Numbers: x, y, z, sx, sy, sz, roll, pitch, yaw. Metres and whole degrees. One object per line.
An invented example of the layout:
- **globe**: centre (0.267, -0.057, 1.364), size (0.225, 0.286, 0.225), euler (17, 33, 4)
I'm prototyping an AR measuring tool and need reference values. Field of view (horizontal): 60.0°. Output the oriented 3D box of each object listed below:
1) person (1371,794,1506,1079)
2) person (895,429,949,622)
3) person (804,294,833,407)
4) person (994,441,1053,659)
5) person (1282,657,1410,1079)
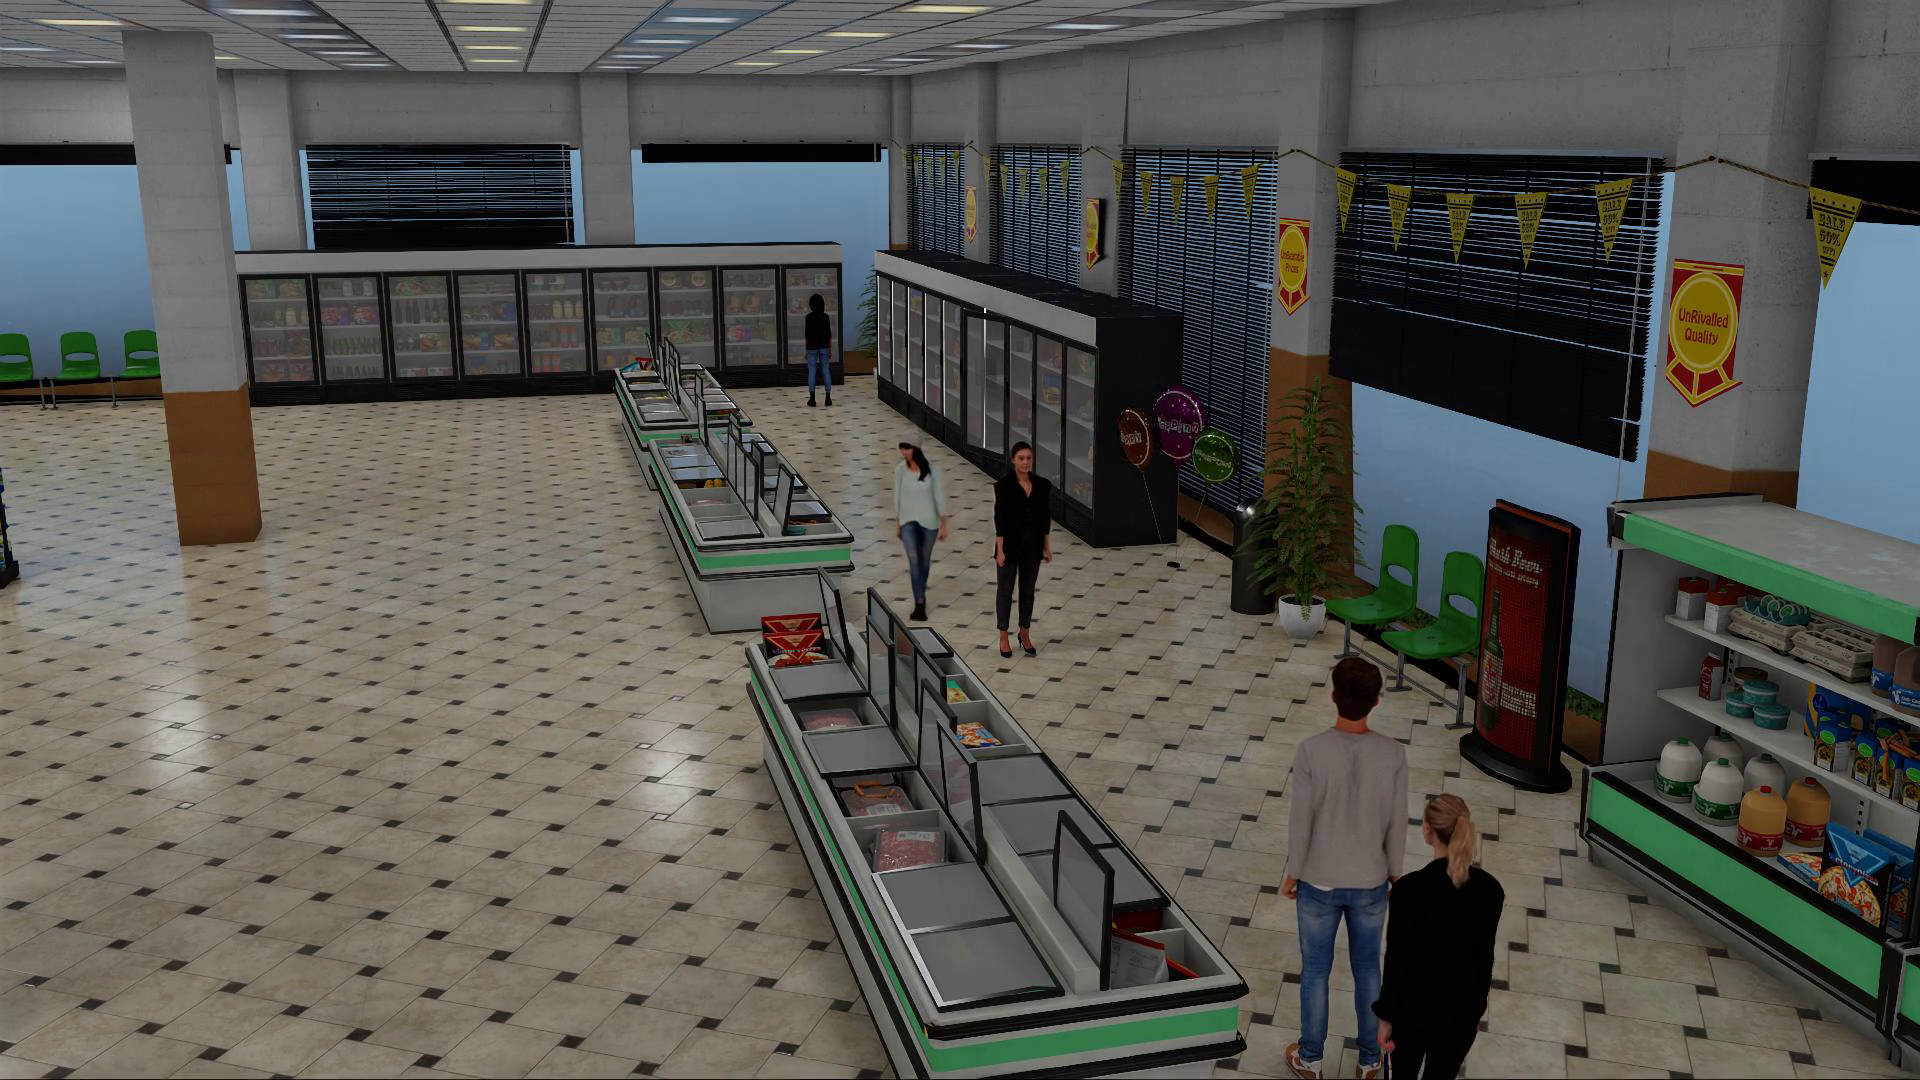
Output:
- **person**: centre (1.754, 1.794, 6.029), size (0.693, 1.680, 0.819), euler (-3, 14, -12)
- **person**: centre (-0.334, -0.130, 14.161), size (0.822, 1.587, 1.170), euler (0, 14, 0)
- **person**: centre (-2.163, -2.884, 25.270), size (0.571, 1.701, 0.532), euler (-3, 14, -13)
- **person**: centre (0.470, 0.063, 13.087), size (0.674, 1.718, 0.613), euler (-6, 15, -23)
- **person**: centre (1.635, 1.425, 7.077), size (0.736, 1.903, 0.679), euler (1, 14, 3)
